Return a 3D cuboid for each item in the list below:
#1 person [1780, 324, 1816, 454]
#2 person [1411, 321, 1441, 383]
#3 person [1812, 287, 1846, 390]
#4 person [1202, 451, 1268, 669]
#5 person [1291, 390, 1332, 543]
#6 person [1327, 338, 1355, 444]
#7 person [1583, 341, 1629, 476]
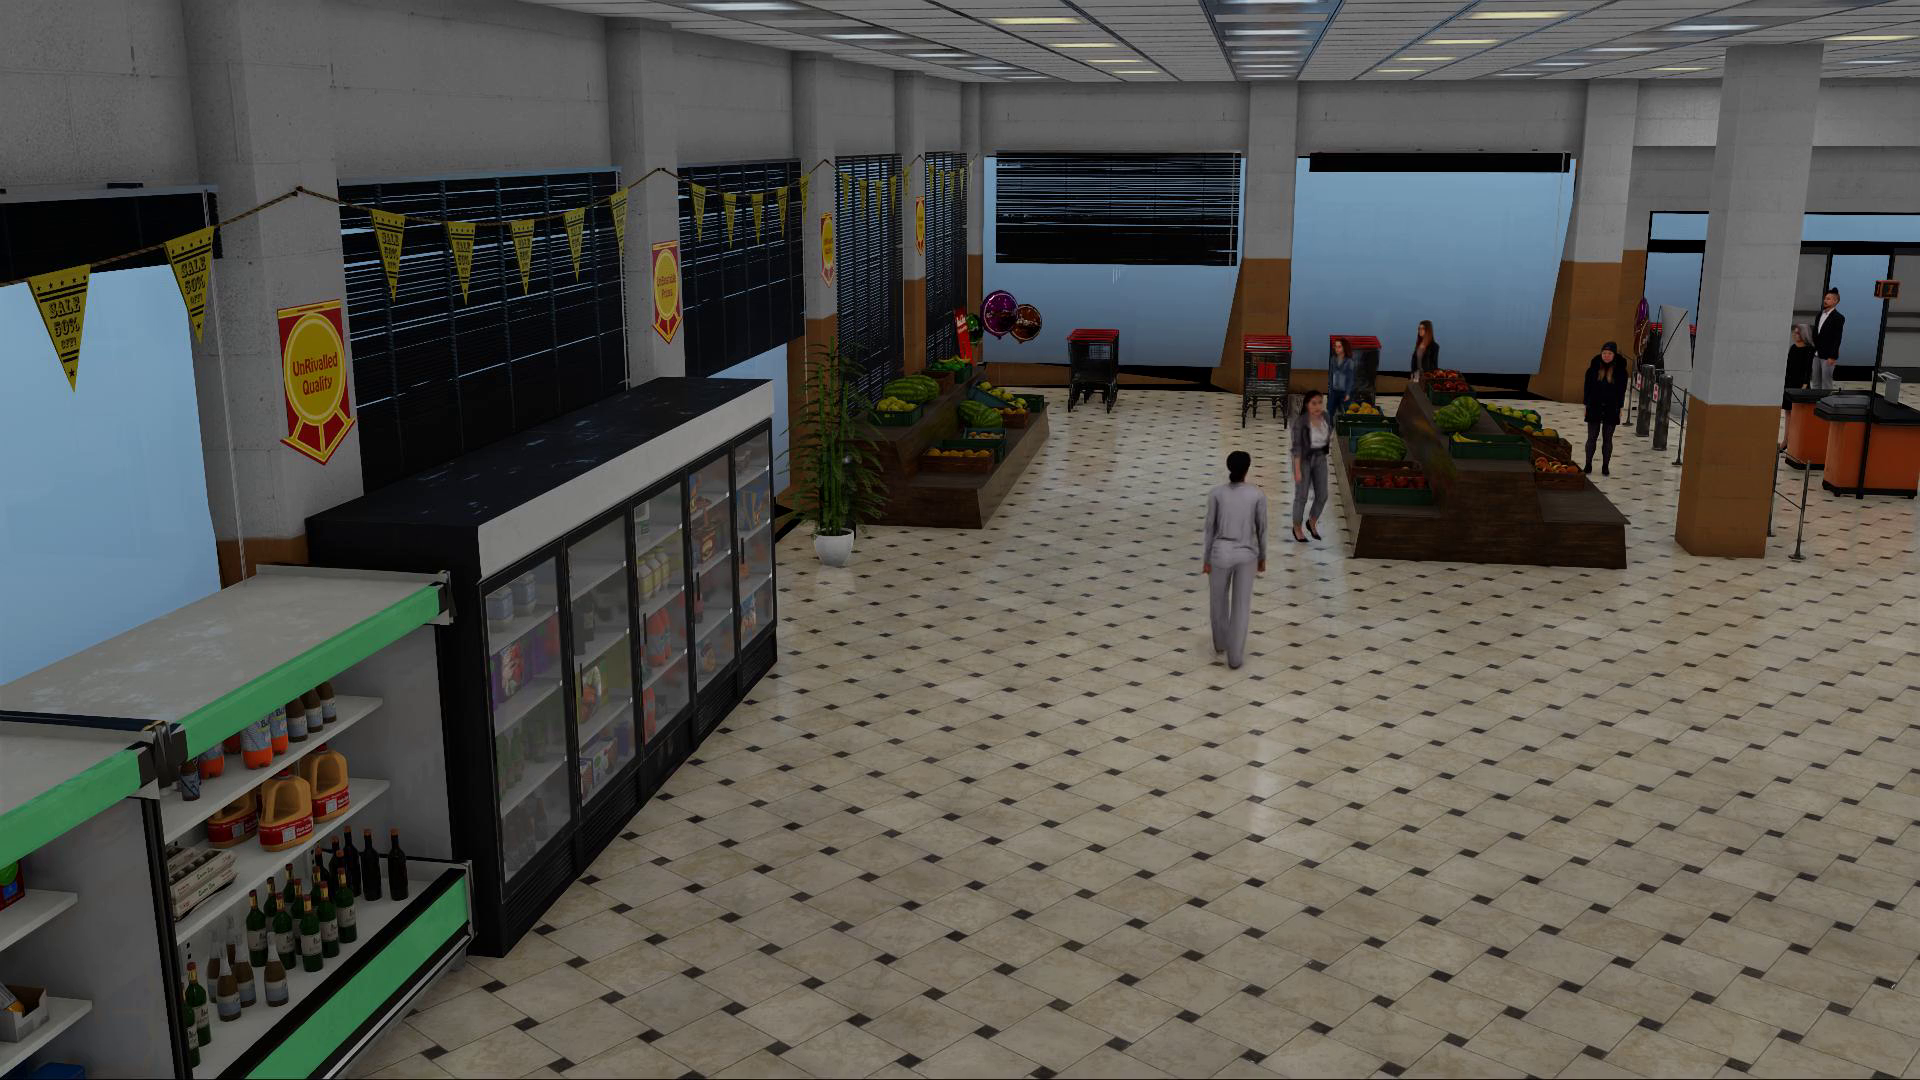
[{"bbox_3d":[11.102,-2.003,22.103,0.746,1.746,0.630,-3,14,-12],"label":"person"},{"bbox_3d":[6.441,-2.188,22.984,0.887,1.690,0.850,-7,15,-27],"label":"person"},{"bbox_3d":[13.091,-2.847,25.150,0.848,1.950,0.694,-3,14,-13],"label":"person"},{"bbox_3d":[2.170,0.171,13.206,0.666,1.715,0.847,3,14,12],"label":"person"},{"bbox_3d":[3.588,-0.757,17.205,0.811,1.634,0.867,-8,16,-30],"label":"person"},{"bbox_3d":[5.300,-2.041,22.855,0.713,1.465,0.764,13,18,42],"label":"person"},{"bbox_3d":[8.054,-1.654,20.817,0.737,1.674,0.735,6,15,24],"label":"person"}]
